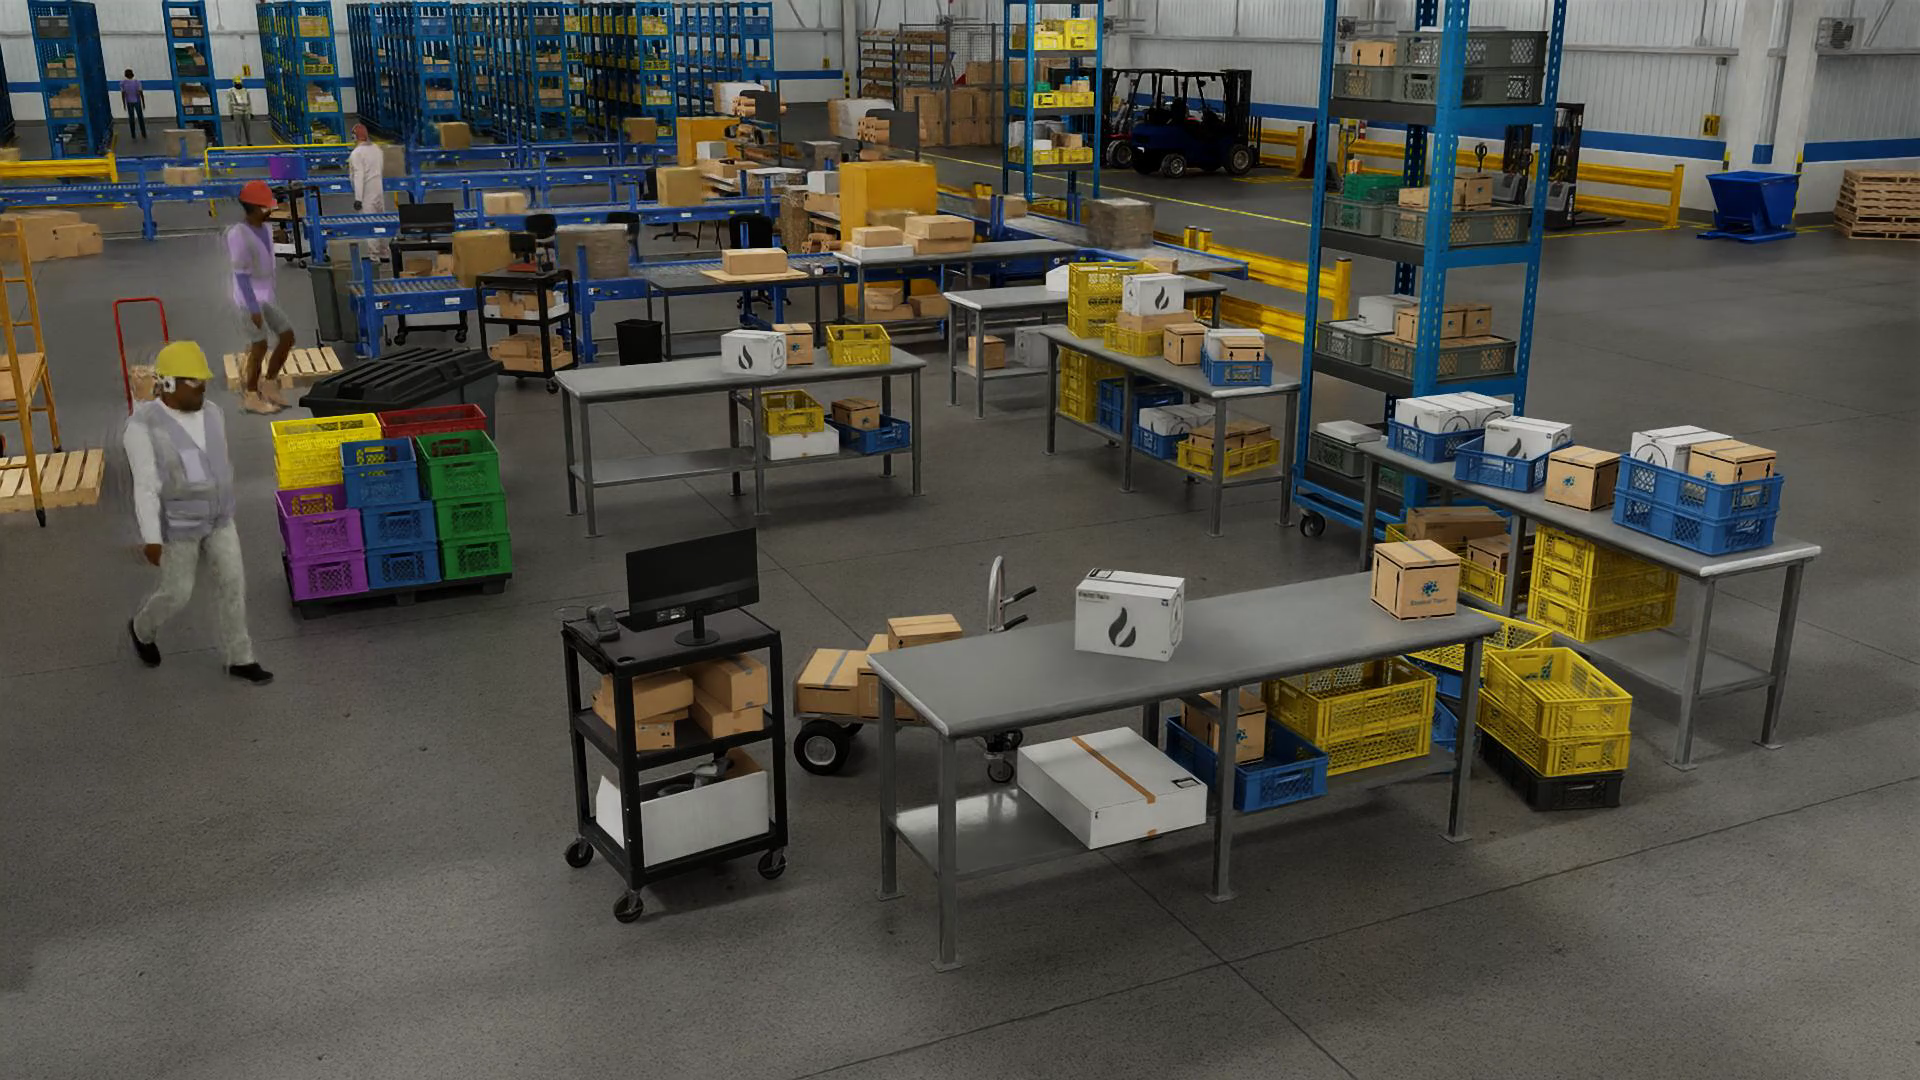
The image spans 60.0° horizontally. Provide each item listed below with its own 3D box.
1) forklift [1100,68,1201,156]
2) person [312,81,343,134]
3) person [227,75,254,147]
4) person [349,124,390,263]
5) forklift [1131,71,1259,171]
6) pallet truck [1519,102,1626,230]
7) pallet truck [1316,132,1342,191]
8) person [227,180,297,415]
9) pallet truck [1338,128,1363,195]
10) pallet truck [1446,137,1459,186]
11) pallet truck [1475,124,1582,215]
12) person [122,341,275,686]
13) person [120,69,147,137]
[{"bbox_3d":[4.082,-9.564,37.410,2.680,1.987,1.157,-8,19,-23],"label":"forklift"},{"bbox_3d":[-17.832,-12.282,46.547,0.835,1.954,0.584,15,23,39],"label":"person"},{"bbox_3d":[-18.296,-10.893,42.350,0.404,1.830,0.603,16,24,41],"label":"person"},{"bbox_3d":[-8.137,-4.726,22.813,0.401,1.904,0.641,4,18,11],"label":"person"},{"bbox_3d":[4.998,-8.936,35.413,2.680,1.987,1.157,-9,20,-25],"label":"forklift"},{"bbox_3d":[9.972,-6.037,26.785,1.885,1.965,0.823,-9,20,-25],"label":"pallet truck"},{"bbox_3d":[7.723,-7.504,32.656,1.601,1.201,0.680,-8,19,-23],"label":"pallet truck"},{"bbox_3d":[-5.989,-2.062,14.229,0.558,2.012,0.648,1,18,4],"label":"person"},{"bbox_3d":[7.845,-7.140,31.411,1.522,1.261,0.704,-9,20,-25],"label":"pallet truck"},{"bbox_3d":[9.184,-6.485,29.328,1.630,1.274,0.653,-8,19,-23],"label":"pallet truck"},{"bbox_3d":[9.707,-6.455,28.103,1.885,1.965,0.823,-7,19,-20],"label":"pallet truck"},{"bbox_3d":[-3.976,-0.125,8.497,0.795,1.798,0.615,8,19,23],"label":"person"},{"bbox_3d":[-23.022,-12.164,46.327,0.565,1.850,0.390,-8,19,-24],"label":"person"}]
